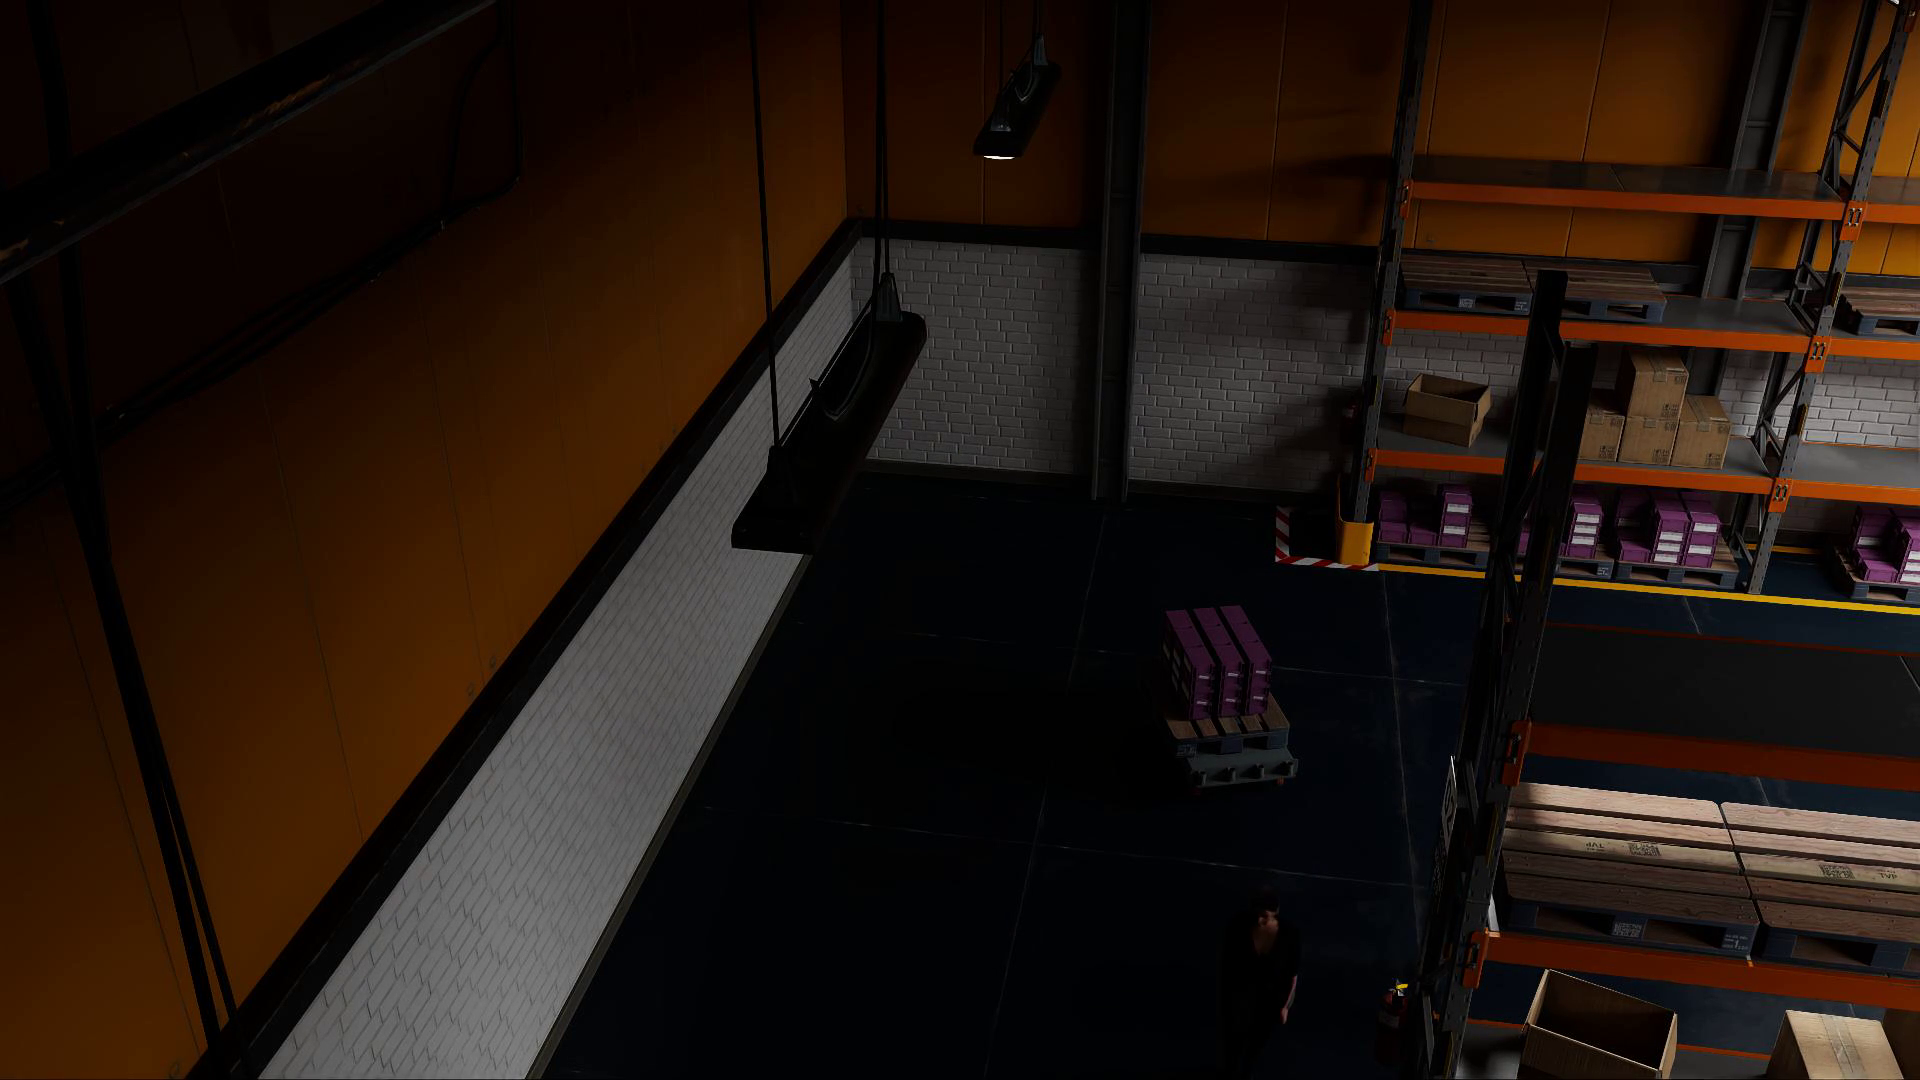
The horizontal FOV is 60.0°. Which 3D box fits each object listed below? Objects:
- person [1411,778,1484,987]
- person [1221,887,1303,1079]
[{"bbox_3d":[3.474,2.485,11.626,1.104,1.748,1.076,-21,35,-34],"label":"person"},{"bbox_3d":[1.955,2.888,10.901,0.641,1.734,0.702,4,29,8],"label":"person"}]
